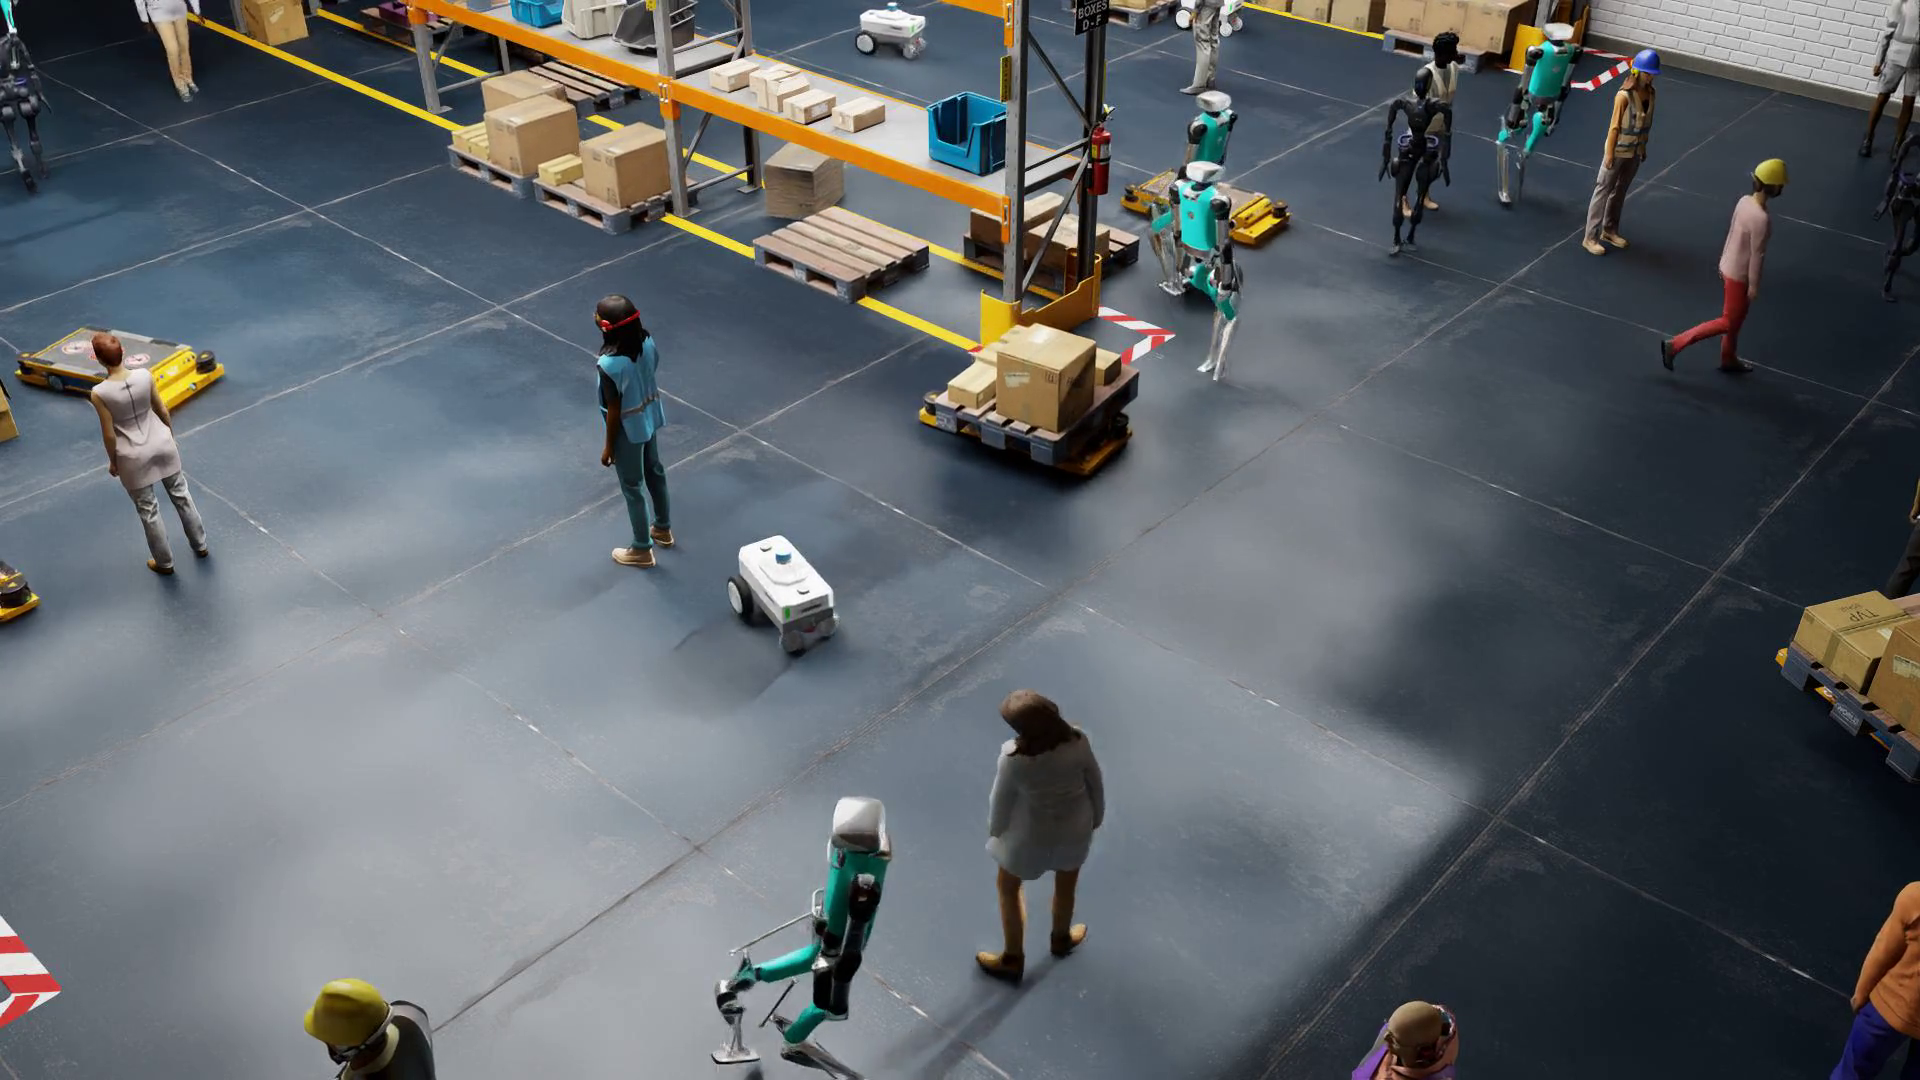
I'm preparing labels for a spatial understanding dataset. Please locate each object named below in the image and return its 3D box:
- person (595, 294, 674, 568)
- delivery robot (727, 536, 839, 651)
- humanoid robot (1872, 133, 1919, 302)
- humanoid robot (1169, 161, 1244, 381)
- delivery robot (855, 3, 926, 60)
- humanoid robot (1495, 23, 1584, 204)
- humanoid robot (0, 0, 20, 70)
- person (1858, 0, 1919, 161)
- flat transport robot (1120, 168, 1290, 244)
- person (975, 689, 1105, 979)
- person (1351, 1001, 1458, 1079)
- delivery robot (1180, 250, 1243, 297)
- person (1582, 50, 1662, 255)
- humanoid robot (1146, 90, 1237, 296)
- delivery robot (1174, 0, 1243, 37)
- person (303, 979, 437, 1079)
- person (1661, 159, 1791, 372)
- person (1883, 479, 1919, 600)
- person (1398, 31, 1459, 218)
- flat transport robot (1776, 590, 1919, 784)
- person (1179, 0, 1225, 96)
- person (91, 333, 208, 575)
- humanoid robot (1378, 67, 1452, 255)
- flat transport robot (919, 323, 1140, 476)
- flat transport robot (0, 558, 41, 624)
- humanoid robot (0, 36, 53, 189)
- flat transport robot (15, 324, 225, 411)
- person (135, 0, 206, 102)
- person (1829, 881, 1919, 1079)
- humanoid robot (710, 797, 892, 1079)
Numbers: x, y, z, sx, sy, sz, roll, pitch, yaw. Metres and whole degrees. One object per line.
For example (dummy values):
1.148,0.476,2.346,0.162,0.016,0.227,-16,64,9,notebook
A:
-2.040,-0.676,10.385,0.391,1.866,0.521,14,37,20,person
-1.075,0.293,10.150,0.503,0.613,0.784,-19,39,-25,delivery robot
7.899,-2.831,13.717,0.614,1.653,0.733,6,35,9,humanoid robot
1.946,-2.041,12.472,0.805,1.775,0.534,-27,43,-33,humanoid robot
-0.779,-5.831,19.001,0.792,0.589,0.499,14,37,20,delivery robot
5.138,-3.829,15.169,0.556,1.897,0.725,-9,36,-12,humanoid robot
-10.501,-5.877,18.067,0.531,1.800,0.807,-16,38,-22,humanoid robot
9.146,-4.628,16.062,0.549,1.922,0.387,15,37,21,person
2.243,-3.075,15.265,1.431,0.231,0.659,24,41,30,flat transport robot
0.370,1.339,7.666,0.604,1.641,0.361,-5,35,-7,person
1.604,2.312,6.204,0.341,1.693,0.493,-8,35,-11,person
2.078,-2.407,14.044,0.499,0.592,0.792,-4,35,-5,delivery robot
5.732,-3.343,14.325,0.462,1.778,0.308,-19,39,-25,person
1.815,-2.841,13.694,0.719,1.840,0.545,29,44,35,humanoid robot
2.962,-6.318,19.709,0.774,0.592,0.499,22,40,28,delivery robot
-2.086,2.273,6.141,0.404,1.830,0.601,0,35,0,person
5.771,-2.013,12.423,0.707,1.742,0.527,6,35,8,person
5.752,-0.126,9.613,0.333,1.838,0.505,-25,42,-31,person
4.232,-3.746,14.988,0.535,1.691,0.319,-23,41,-29,person
5.400,0.973,9.400,0.659,0.231,1.431,-11,36,-16,flat transport robot
2.619,-5.651,17.564,0.393,1.900,0.531,20,39,27,person
-5.088,-0.543,10.373,0.285,1.658,0.438,25,42,31,person
3.922,-3.245,14.278,0.608,1.641,0.461,11,36,15,humanoid robot
0.472,-0.875,12.078,1.431,0.231,0.659,21,40,27,flat transport robot
-6.479,0.236,10.469,1.431,0.231,0.659,24,41,31,flat transport robot
-8.862,-4.121,15.550,0.591,1.632,0.579,-17,38,-23,humanoid robot
-6.439,-1.321,12.724,1.431,0.231,0.659,12,36,17,flat transport robot
-8.291,-5.525,17.531,0.578,1.721,0.723,-29,44,-35,person
3.840,1.864,6.617,0.512,1.974,0.406,19,39,26,person
-0.776,1.762,7.025,1.019,1.767,0.545,3,35,5,humanoid robot
